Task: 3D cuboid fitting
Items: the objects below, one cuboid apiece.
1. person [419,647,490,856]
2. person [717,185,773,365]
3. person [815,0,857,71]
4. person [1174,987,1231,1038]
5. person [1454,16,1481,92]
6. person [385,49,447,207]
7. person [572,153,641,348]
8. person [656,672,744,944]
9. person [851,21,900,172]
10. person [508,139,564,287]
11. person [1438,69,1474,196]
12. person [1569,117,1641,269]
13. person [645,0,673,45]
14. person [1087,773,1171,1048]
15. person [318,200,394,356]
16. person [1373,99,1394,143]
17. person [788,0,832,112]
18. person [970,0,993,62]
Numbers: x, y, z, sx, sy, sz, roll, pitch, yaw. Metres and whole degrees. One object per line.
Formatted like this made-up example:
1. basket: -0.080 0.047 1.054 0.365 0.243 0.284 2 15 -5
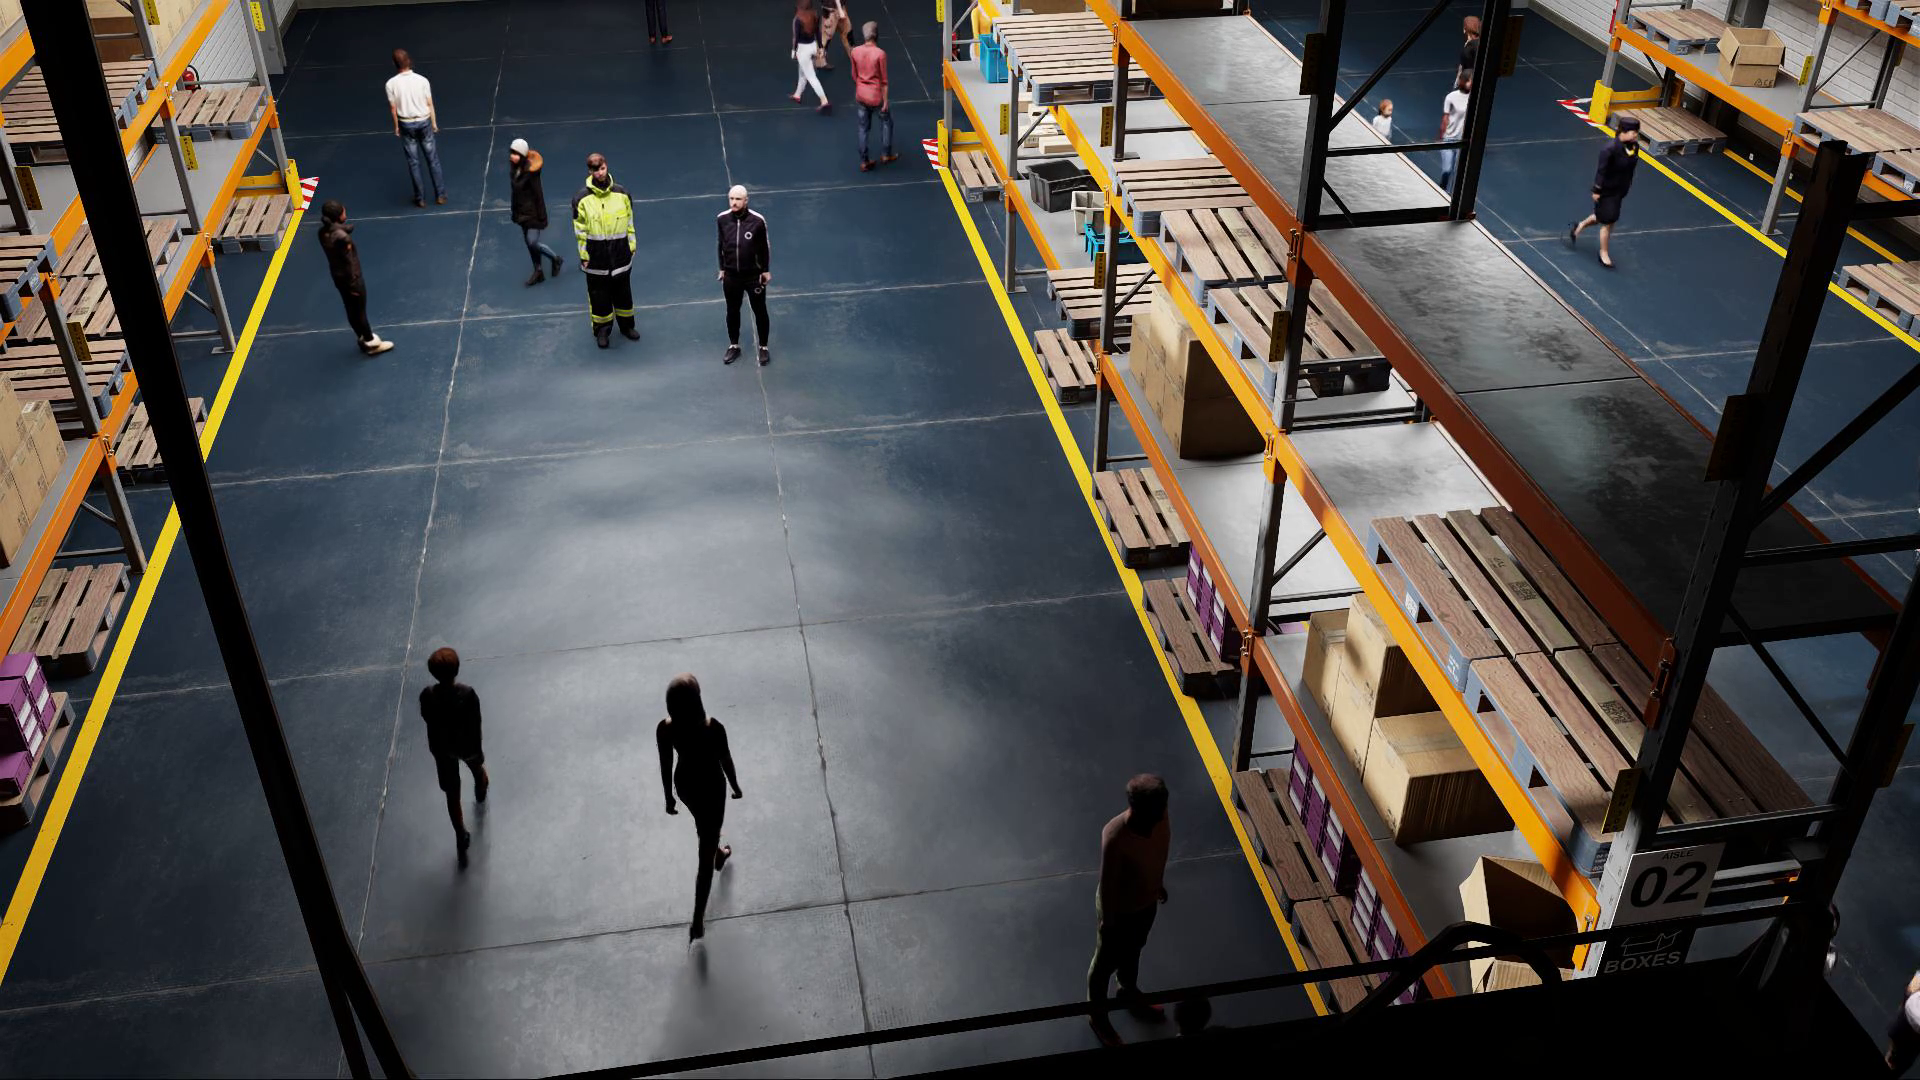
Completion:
1. person: -3.253 1.368 10.686 0.549 1.406 0.987 -6 34 -9
2. person: -2.105 -2.610 16.284 0.749 1.836 0.703 5 34 7
3. person: -1.916 -7.628 23.862 0.873 1.803 1.055 1 34 1
4. person: 1.164 2.912 8.031 0.929 1.774 1.068 -20 39 -27
5. person: 6.543 -5.788 21.209 0.742 1.675 0.458 -11 35 -17
6. person: -6.451 -4.890 19.695 0.710 1.856 0.652 -13 36 -19
7. person: -3.528 -2.916 16.612 0.847 1.983 0.778 -17 37 -23
8. person: -1.568 1.608 9.982 0.853 1.786 1.236 4 34 6
9. person: -1.146 -5.456 20.588 0.953 1.811 1.024 15 37 22
10. person: -4.563 -3.542 17.874 0.798 1.627 0.858 27 42 34
11. person: 5.812 -4.713 19.562 0.648 1.709 0.712 -1 34 -1
12. person: 7.120 -3.871 18.348 0.918 1.650 1.104 -18 38 -25
13. person: -4.626 -8.374 25.054 0.689 1.726 0.618 3 34 4
14. person: 0.941 2.018 9.293 0.806 1.866 0.778 28 43 35
15. person: -6.026 -2.566 16.375 0.809 1.660 0.754 0 34 0
16. person: 5.157 -4.972 20.582 0.498 1.010 0.561 -14 36 -20
17. person: -2.031 -6.564 22.477 1.163 1.565 1.047 25 41 33
18. person: 0.261 -6.561 22.299 0.748 1.756 0.663 14 36 20
